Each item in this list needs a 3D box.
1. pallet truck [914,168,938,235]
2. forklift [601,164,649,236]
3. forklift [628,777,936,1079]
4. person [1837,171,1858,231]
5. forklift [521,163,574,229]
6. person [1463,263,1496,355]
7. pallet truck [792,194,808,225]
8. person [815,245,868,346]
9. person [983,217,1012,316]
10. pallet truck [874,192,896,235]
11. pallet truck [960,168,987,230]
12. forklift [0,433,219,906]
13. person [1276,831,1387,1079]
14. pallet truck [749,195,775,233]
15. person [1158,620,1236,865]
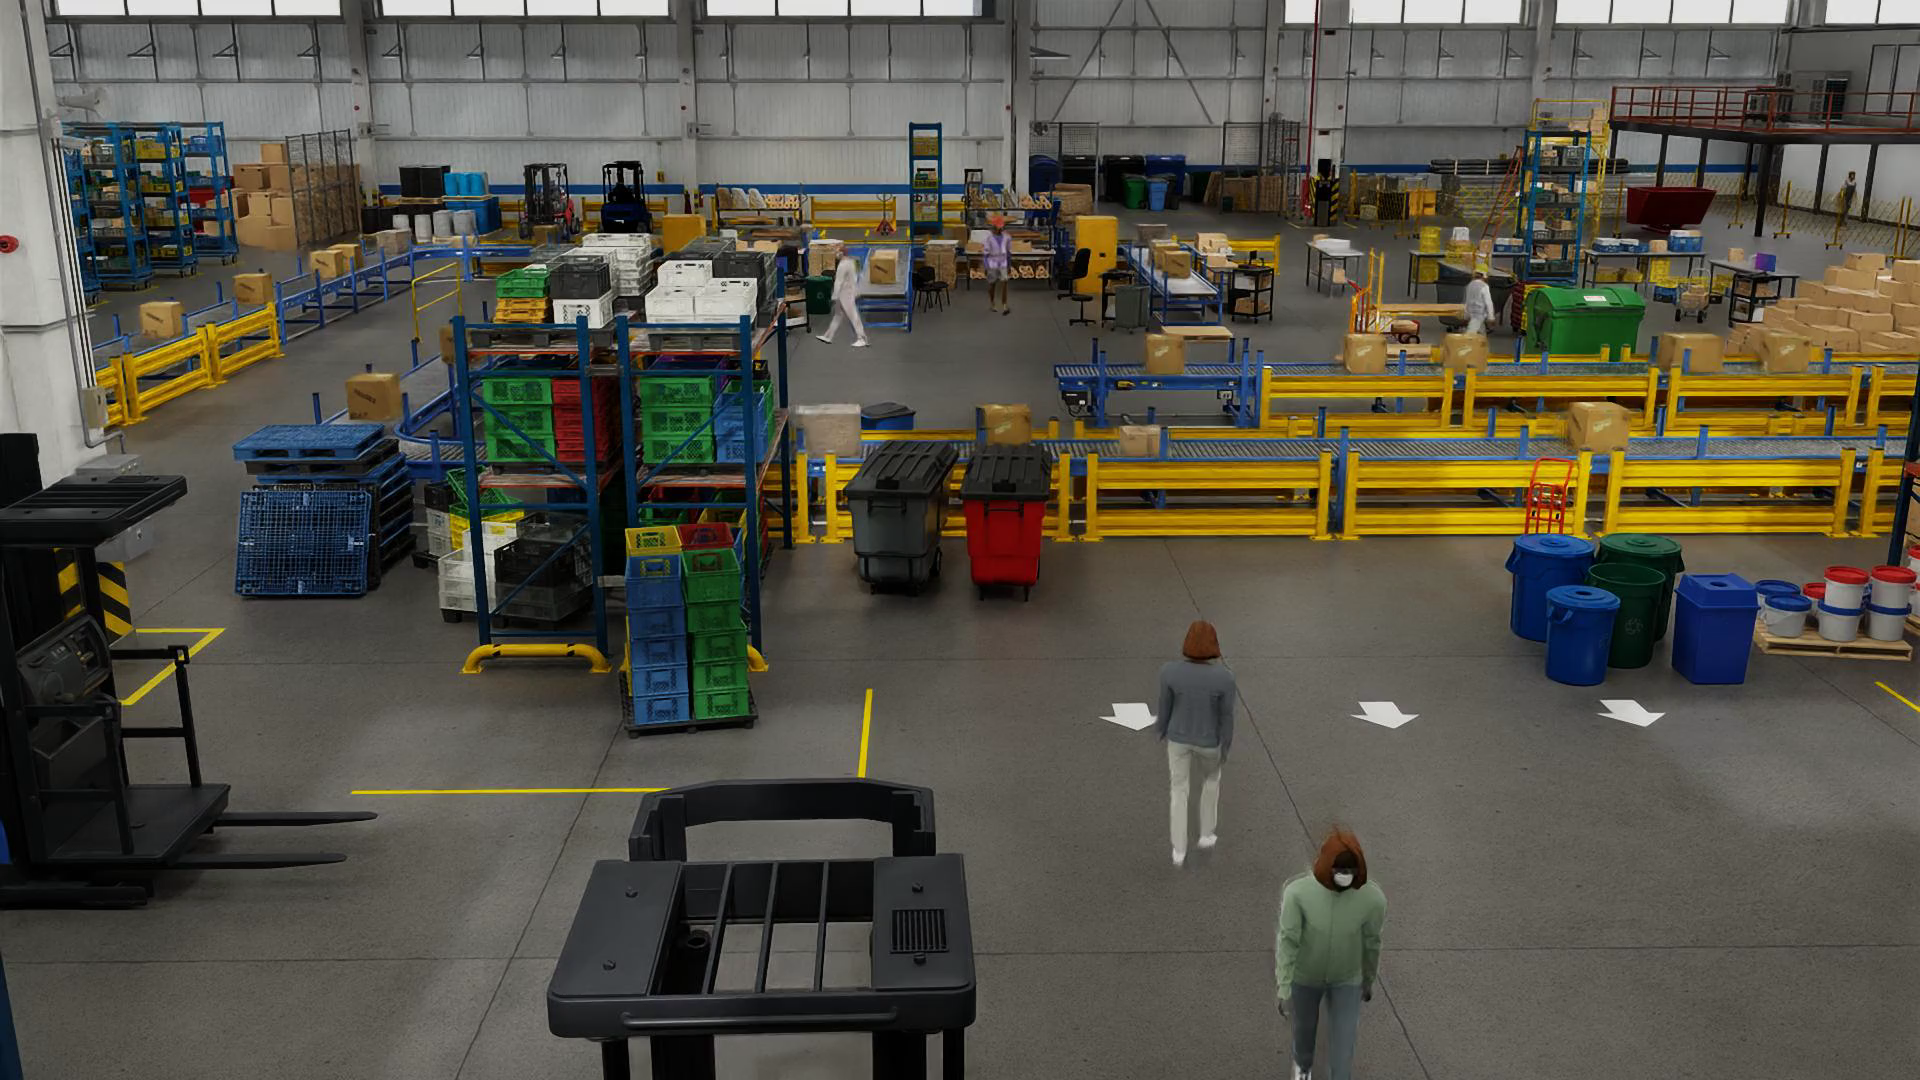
[{"bbox_3d":[-0.989,-10.316,50.507,0.823,1.965,1.885,1,16,3],"label":"pallet truck"},{"bbox_3d":[-9.948,-10.127,49.296,1.157,1.987,2.680,-1,16,-3],"label":"forklift"},{"bbox_3d":[-0.542,2.165,5.552,1.129,2.768,1.873,-1,16,-2],"label":"forklift"},{"bbox_3d":[27.379,-10.410,51.173,0.542,1.802,0.927,-2,16,-6],"label":"person"},{"bbox_3d":[-12.233,-10.122,49.298,1.157,1.987,2.680,0,16,-1],"label":"forklift"},{"bbox_3d":[8.780,-3.810,28.293,0.977,1.779,0.591,-1,16,-5],"label":"person"},{"bbox_3d":[-4.814,-9.883,50.259,0.704,1.261,1.522,-1,16,-3],"label":"pallet truck"},{"bbox_3d":[-2.169,-4.463,30.439,1.029,1.842,0.641,1,16,4],"label":"person"},{"bbox_3d":[0.789,-5.646,34.286,0.630,1.985,1.077,-4,16,-13],"label":"person"},{"bbox_3d":[-2.277,-9.986,50.594,0.653,1.274,1.630,0,16,-1],"label":"pallet truck"},{"bbox_3d":[0.383,-10.230,50.206,0.823,1.965,1.885,-1,16,-3],"label":"pallet truck"},{"bbox_3d":[-5.952,0.780,10.366,1.873,2.768,1.129,0,16,-1],"label":"forklift"},{"bbox_3d":[1.767,2.124,8.004,0.504,1.581,0.899,3,16,9],"label":"person"},{"bbox_3d":[-6.051,-9.967,50.660,0.680,1.201,1.601,0,16,-1],"label":"pallet truck"},{"bbox_3d":[1.532,1.294,10.839,0.512,1.614,0.586,4,17,14],"label":"person"}]
